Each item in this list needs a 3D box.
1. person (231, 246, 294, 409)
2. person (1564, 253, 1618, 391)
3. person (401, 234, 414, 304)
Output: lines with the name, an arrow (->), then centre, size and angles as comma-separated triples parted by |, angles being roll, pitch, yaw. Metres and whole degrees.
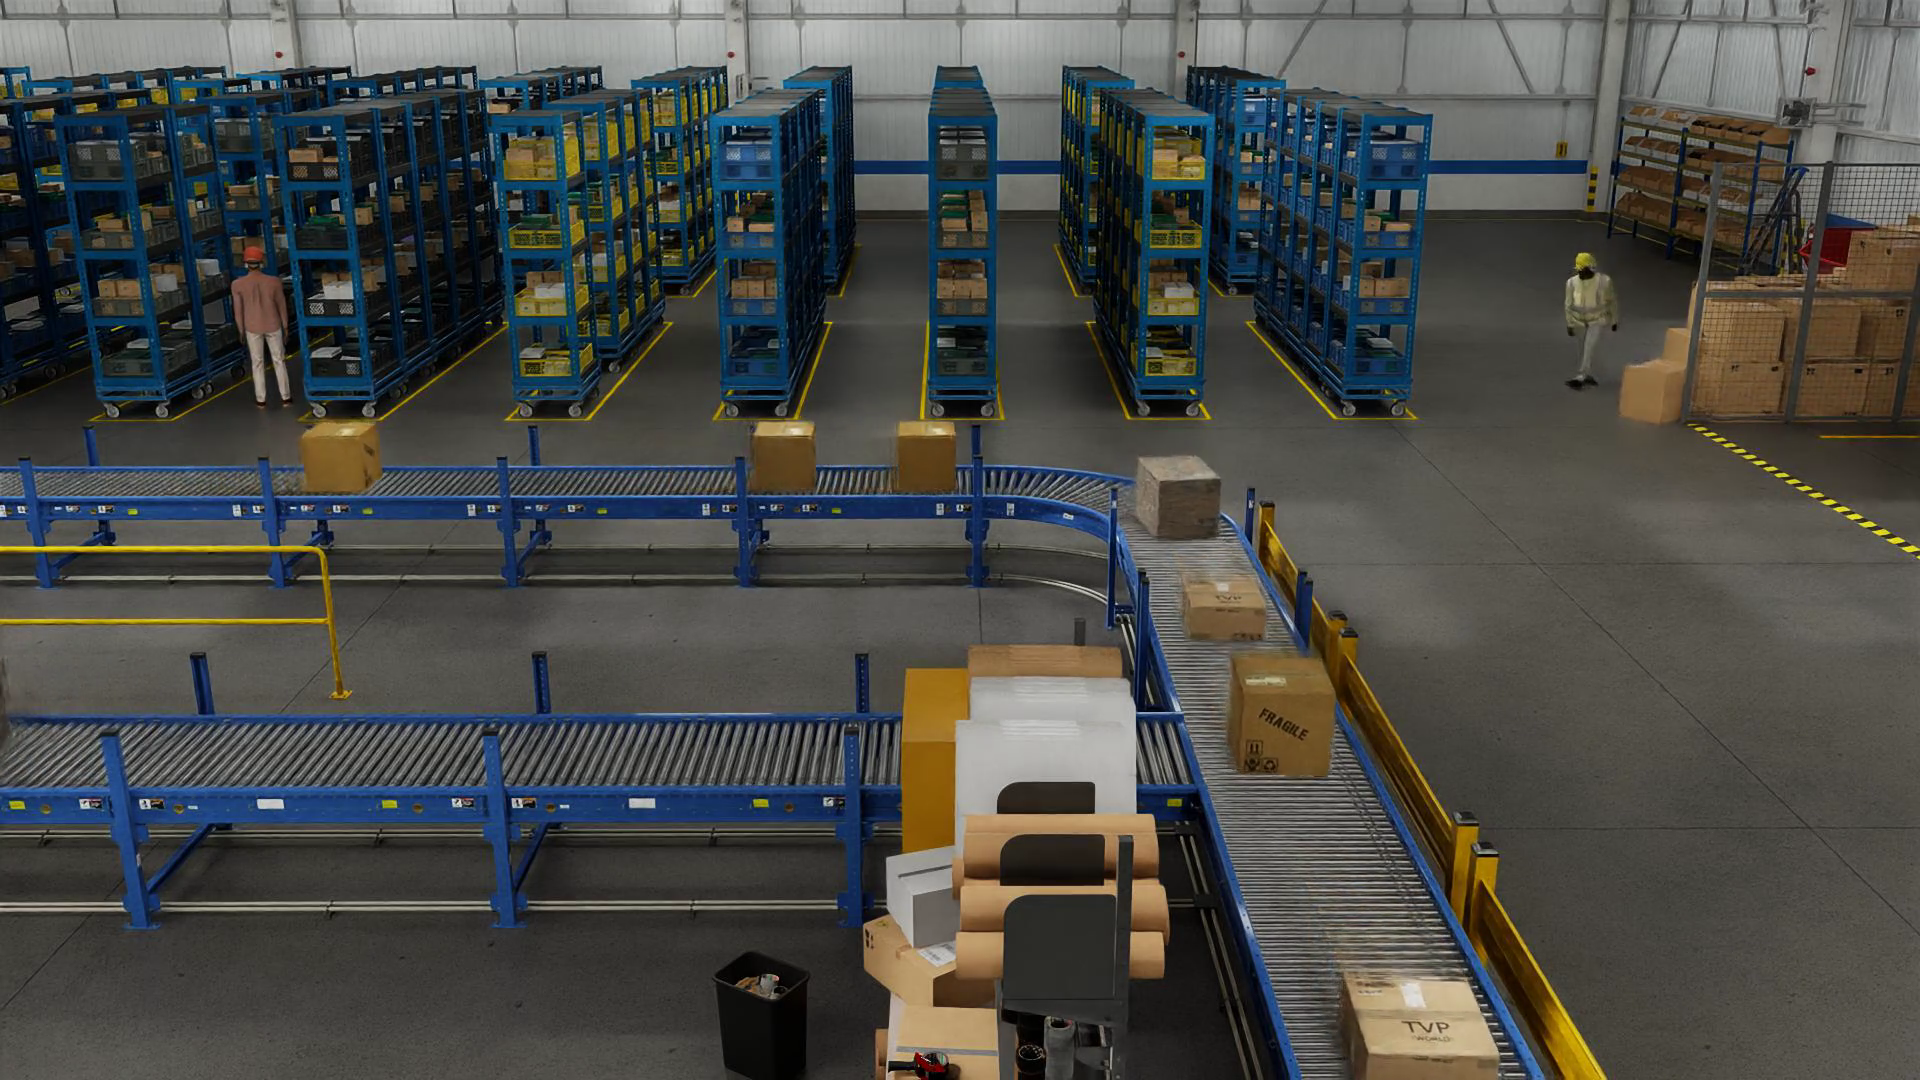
person -> -8.563, -2.605, 20.437 | 0.611, 1.995, 0.375 | -8, 20, -23
person -> 8.123, -2.828, 21.501 | 0.622, 1.767, 0.786 | 16, 24, 40
person -> -8.828, -4.584, 26.764 | 0.569, 1.849, 0.384 | -12, 22, -33
